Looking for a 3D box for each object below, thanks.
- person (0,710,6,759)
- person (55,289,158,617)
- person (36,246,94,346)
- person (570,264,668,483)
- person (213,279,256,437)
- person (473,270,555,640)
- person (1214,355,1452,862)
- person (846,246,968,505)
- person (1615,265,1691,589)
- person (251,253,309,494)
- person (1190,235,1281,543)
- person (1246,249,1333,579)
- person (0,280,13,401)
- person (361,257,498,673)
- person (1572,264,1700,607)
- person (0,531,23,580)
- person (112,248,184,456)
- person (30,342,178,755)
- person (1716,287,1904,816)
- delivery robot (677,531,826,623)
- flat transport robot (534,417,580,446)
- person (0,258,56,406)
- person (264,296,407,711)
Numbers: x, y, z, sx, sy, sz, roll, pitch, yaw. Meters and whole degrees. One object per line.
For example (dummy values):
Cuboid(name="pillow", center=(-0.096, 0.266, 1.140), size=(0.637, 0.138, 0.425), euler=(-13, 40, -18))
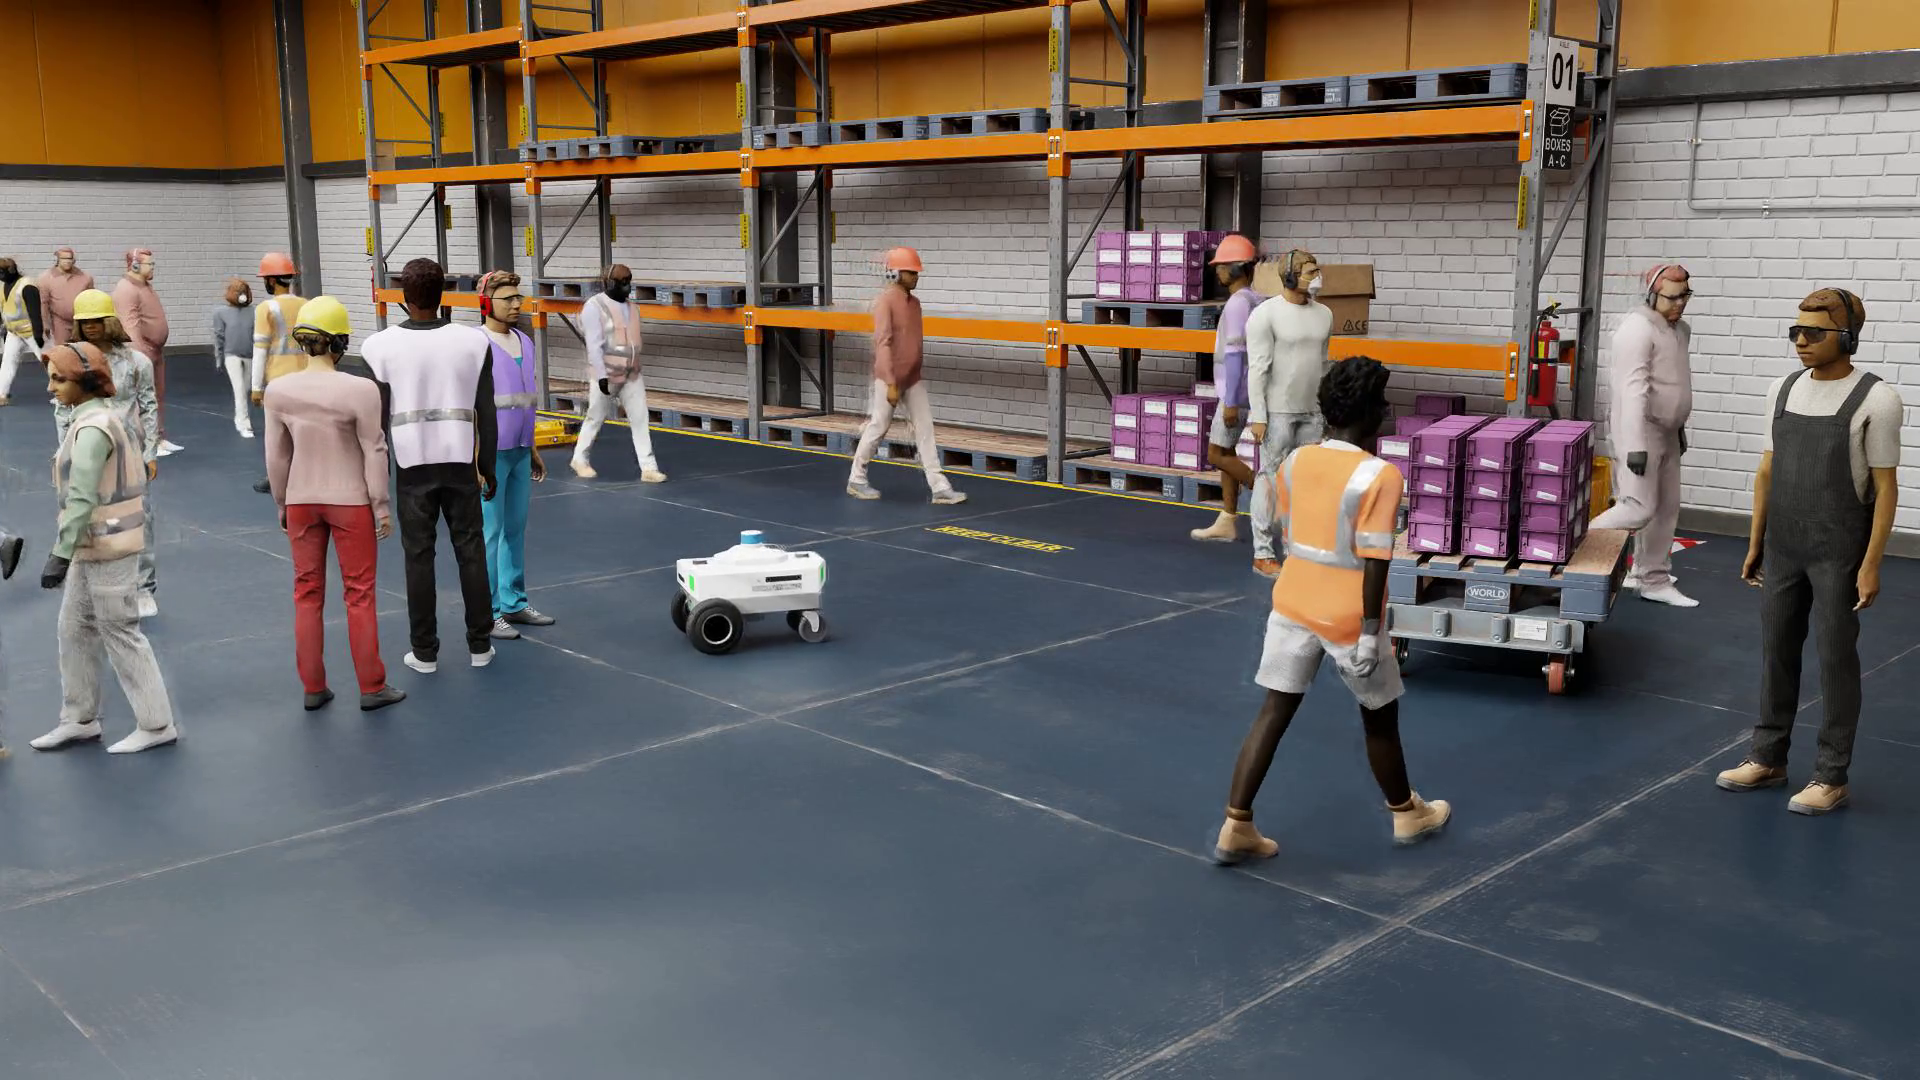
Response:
Cuboid(name="person", center=(-4.078, -0.119, 6.392), size=(0.815, 1.962, 0.646), euler=(5, 11, 23))
Cuboid(name="person", center=(-4.481, -0.442, 8.763), size=(0.487, 1.743, 0.315), euler=(-3, 11, -15))
Cuboid(name="person", center=(-10.979, -2.670, 20.536), size=(0.713, 1.884, 0.455), euler=(-9, 14, -40))
Cuboid(name="person", center=(-2.875, -1.375, 13.722), size=(0.949, 1.802, 0.625), euler=(8, 13, 37))
Cuboid(name="person", center=(-7.342, -1.862, 16.973), size=(0.506, 1.599, 0.840), euler=(-9, 13, -39))
Cuboid(name="person", center=(-2.334, -0.436, 8.450), size=(0.389, 1.847, 0.563), euler=(4, 11, 19))
Cuboid(name="person", center=(1.216, 0.229, 5.369), size=(0.914, 1.643, 0.547), euler=(-6, 12, -31))
Cuboid(name="person", center=(-0.461, -1.233, 12.557), size=(1.042, 1.942, 0.644), euler=(6, 12, 31))
Cuboid(name="person", center=(3.997, -0.647, 9.584), size=(0.514, 1.861, 0.349), euler=(-6, 12, -29))
Cuboid(name="person", center=(-5.189, -1.245, 12.758), size=(0.900, 1.895, 0.562), euler=(5, 11, 23))
Cuboid(name="person", center=(1.844, -0.958, 10.817), size=(0.584, 2.023, 0.624), euler=(3, 11, 17))
Cuboid(name="person", center=(1.970, -0.745, 9.887), size=(0.633, 1.940, 0.368), euler=(-7, 12, -33))
Cuboid(name="person", center=(-11.938, -2.659, 20.250), size=(0.608, 1.963, 0.370), euler=(-3, 11, -14))
Cuboid(name="person", center=(-2.435, -0.337, 7.715), size=(0.587, 1.920, 0.395), euler=(-4, 11, -23))
Cuboid(name="person", center=(3.667, -0.561, 9.057), size=(0.676, 1.874, 0.676), euler=(9, 14, 42))
Cuboid(name="person", center=(-5.691, -0.529, 9.219), size=(0.661, 1.748, 0.520), euler=(-4, 11, -20))
Cuboid(name="person", center=(-7.497, -1.726, 15.331), size=(0.405, 1.907, 0.665), euler=(-1, 10, -7))
Cuboid(name="person", center=(-3.342, 0.054, 6.389), size=(0.547, 1.616, 0.534), euler=(-6, 12, -29))
Cuboid(name="person", center=(3.006, 0.041, 5.853), size=(0.329, 1.844, 0.509), euler=(-5, 12, -26))
Cuboid(name="delivery robot", center=(-1.033, 0.197, 8.270), size=(0.707, 0.478, 0.477), euler=(-4, 11, -20))
Cuboid(name="flat transport robot", center=(-4.377, -1.093, 16.334), size=(1.431, 0.197, 0.652), euler=(10, 14, 43))
Cuboid(name="person", center=(-11.184, -2.464, 19.784), size=(0.637, 1.748, 1.052), euler=(5, 12, 27))
Cuboid(name="person", center=(-2.673, -0.146, 7.086), size=(0.526, 1.768, 0.330), euler=(1, 10, 6))
